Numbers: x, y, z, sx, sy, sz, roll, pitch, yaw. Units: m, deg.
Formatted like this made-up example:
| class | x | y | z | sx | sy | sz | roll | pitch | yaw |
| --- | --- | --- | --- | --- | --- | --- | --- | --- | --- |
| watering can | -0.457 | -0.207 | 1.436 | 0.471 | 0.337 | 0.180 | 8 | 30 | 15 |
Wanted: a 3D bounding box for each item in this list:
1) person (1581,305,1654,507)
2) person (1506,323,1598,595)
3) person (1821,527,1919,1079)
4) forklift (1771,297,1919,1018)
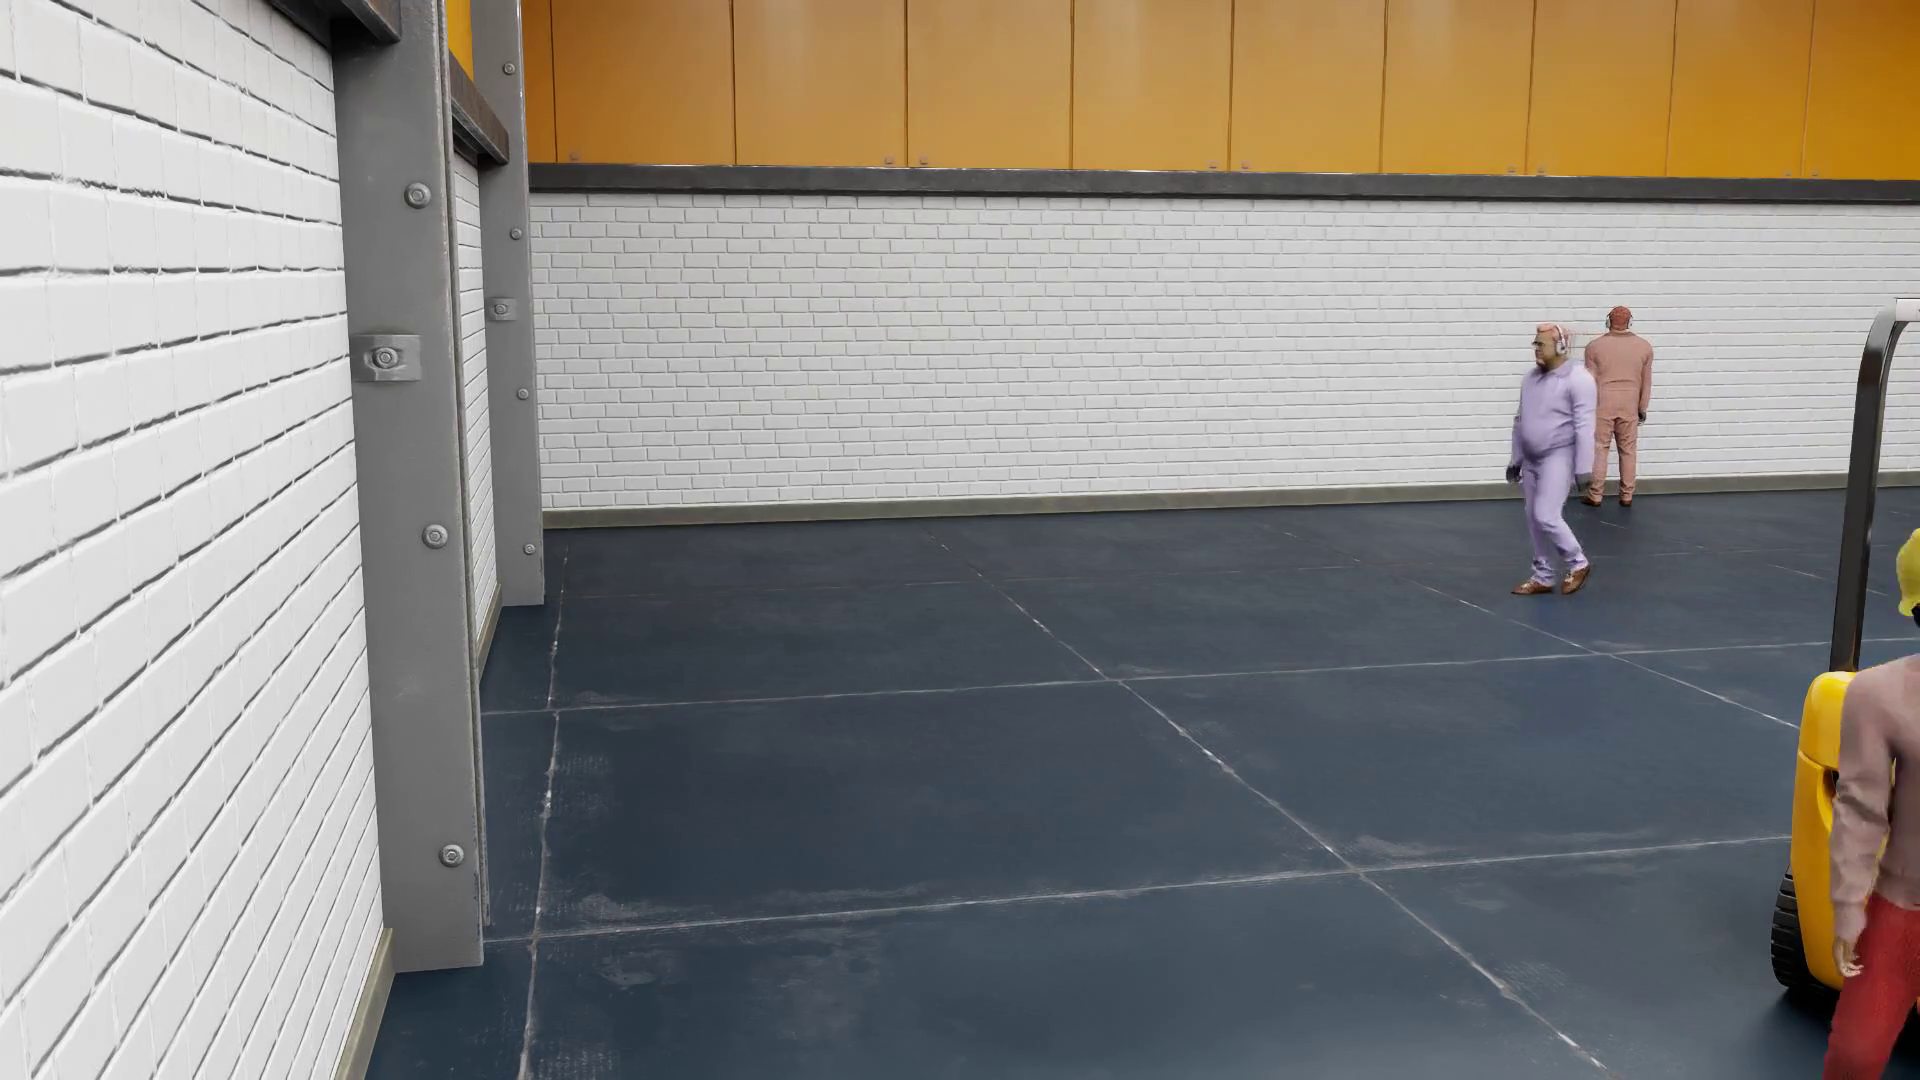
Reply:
| class | x | y | z | sx | sy | sz | roll | pitch | yaw |
| --- | --- | --- | --- | --- | --- | --- | --- | --- | --- |
| person | 6.194 | -1.259 | 15.760 | 0.647 | 1.908 | 0.409 | 1 | 9 | 3 |
| person | 4.040 | -0.536 | 11.400 | 0.431 | 1.894 | 0.653 | -3 | 10 | -16 |
| person | 2.156 | 0.818 | 3.629 | 0.668 | 1.738 | 0.392 | 4 | 10 | 22 |
| forklift | 3.542 | 0.334 | 5.177 | 2.313 | 2.155 | 1.214 | -9 | 13 | -43 |
